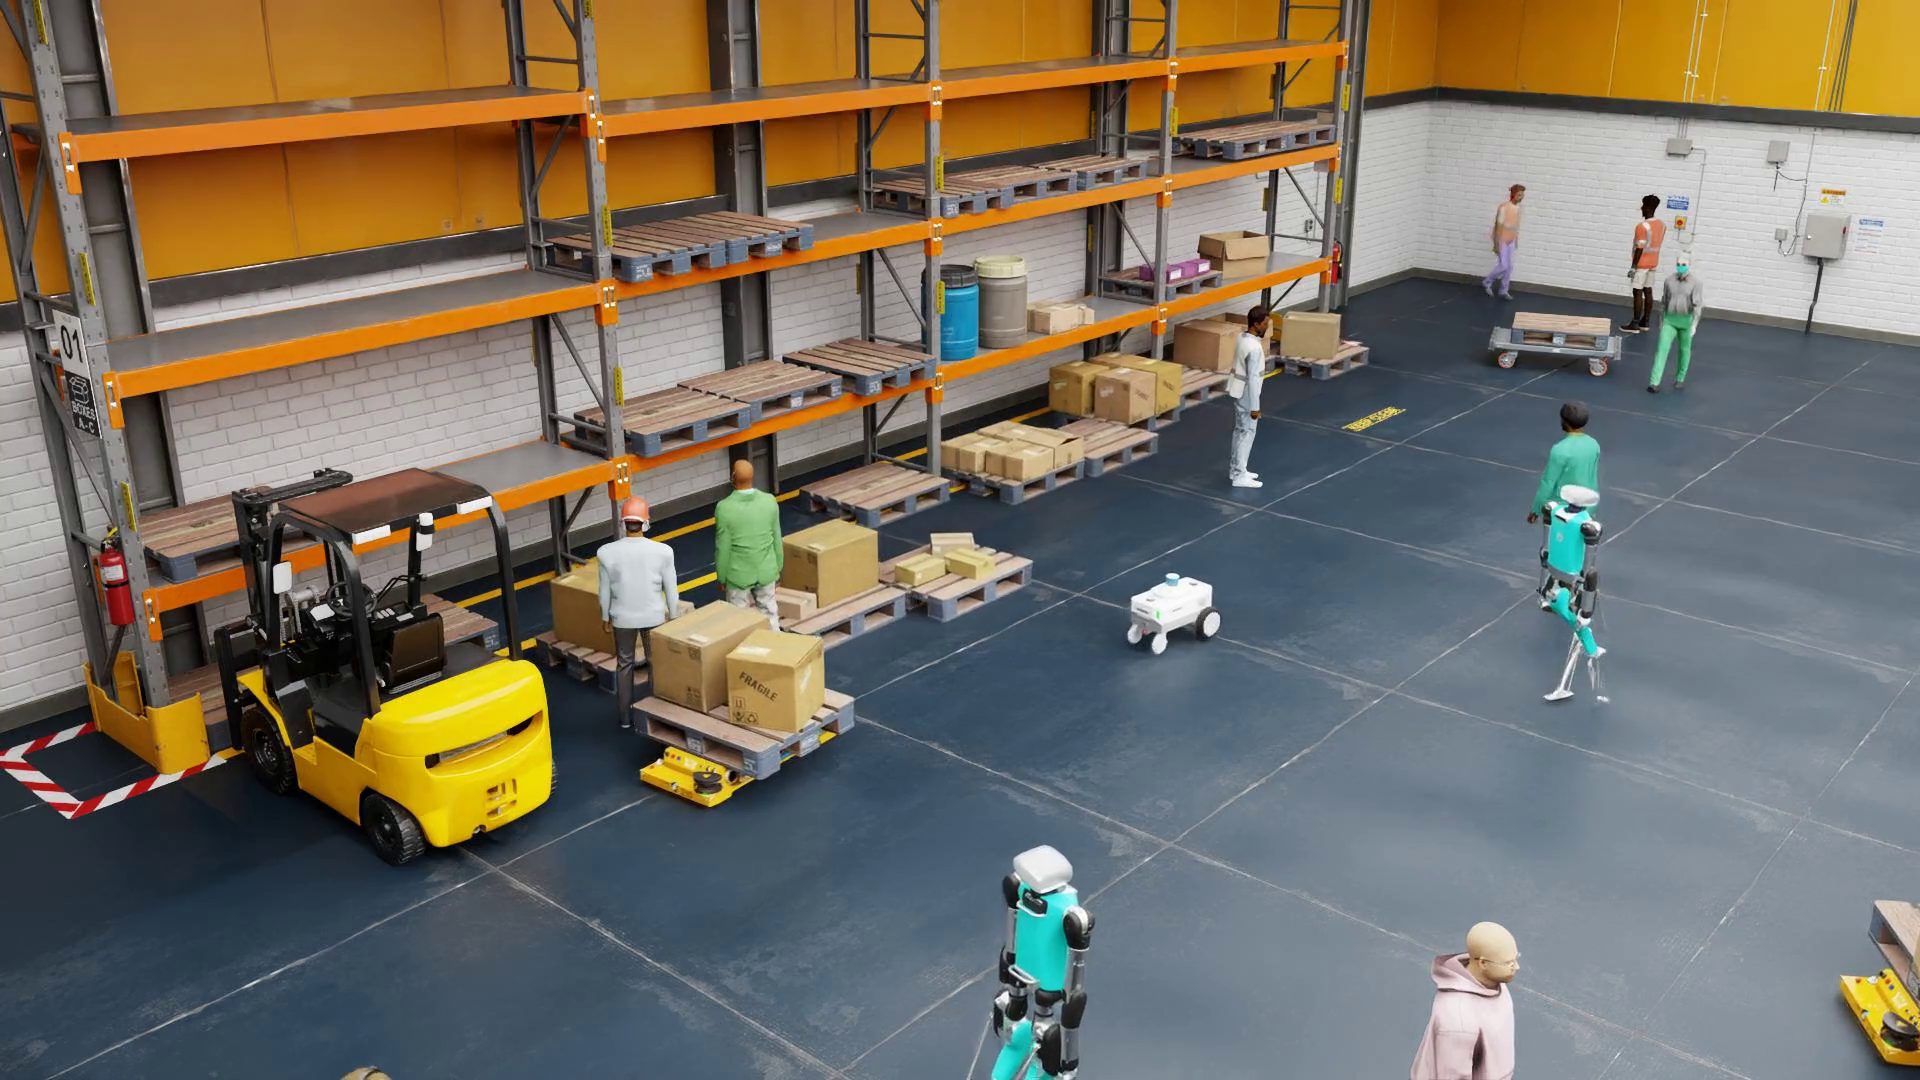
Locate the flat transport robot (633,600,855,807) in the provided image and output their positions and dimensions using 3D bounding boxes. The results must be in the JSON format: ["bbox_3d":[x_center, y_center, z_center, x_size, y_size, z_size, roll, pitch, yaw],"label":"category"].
[{"bbox_3d":[-1.507,1.429,11.680,0.659,0.231,1.431,14,24,33],"label":"flat transport robot"}]

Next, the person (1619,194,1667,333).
[{"bbox_3d":[9.792,-3.953,23.813,0.607,1.964,0.368,-14,24,-33],"label":"person"}]

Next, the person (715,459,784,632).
[{"bbox_3d":[-1.607,0.248,12.695,0.550,1.781,0.384,-10,23,-26],"label":"person"}]

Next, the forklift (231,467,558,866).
[{"bbox_3d":[-3.730,0.710,10.856,2.313,2.155,1.214,17,26,38],"label":"forklift"}]

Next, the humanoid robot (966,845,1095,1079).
[{"bbox_3d":[0.159,2.302,7.328,0.827,1.874,0.550,-14,25,-34],"label":"humanoid robot"}]

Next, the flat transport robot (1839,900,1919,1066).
[{"bbox_3d":[5.491,2.520,8.722,1.431,0.231,0.659,2,20,7],"label":"flat transport robot"}]

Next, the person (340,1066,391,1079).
[{"bbox_3d":[-2.025,2.683,5.877,0.373,1.937,0.626,5,21,13],"label":"person"}]

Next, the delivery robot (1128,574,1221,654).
[{"bbox_3d":[1.726,0.564,13.592,0.765,0.582,0.499,-17,26,-39],"label":"delivery robot"}]

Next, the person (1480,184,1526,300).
[{"bbox_3d":[8.477,-4.630,25.851,0.593,1.818,0.486,-17,26,-38],"label":"person"}]

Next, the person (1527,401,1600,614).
[{"bbox_3d":[5.048,-0.280,14.053,0.518,1.828,0.649,-13,24,-32],"label":"person"}]

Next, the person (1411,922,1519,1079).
[{"bbox_3d":[2.087,2.362,6.983,0.408,1.777,0.519,12,23,29],"label":"person"}]

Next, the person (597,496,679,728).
[{"bbox_3d":[-2.315,0.524,12.009,0.572,1.738,0.350,-3,21,-9],"label":"person"}]

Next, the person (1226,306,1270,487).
[{"bbox_3d":[2.977,-1.482,17.208,0.414,1.906,0.601,-1,20,-4],"label":"person"}]

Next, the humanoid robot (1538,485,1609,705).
[{"bbox_3d":[4.634,0.473,12.313,0.764,1.897,0.546,-9,22,-22],"label":"humanoid robot"}]

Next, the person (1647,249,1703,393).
[{"bbox_3d":[8.934,-2.711,20.699,0.520,1.788,0.957,13,24,31],"label":"person"}]
